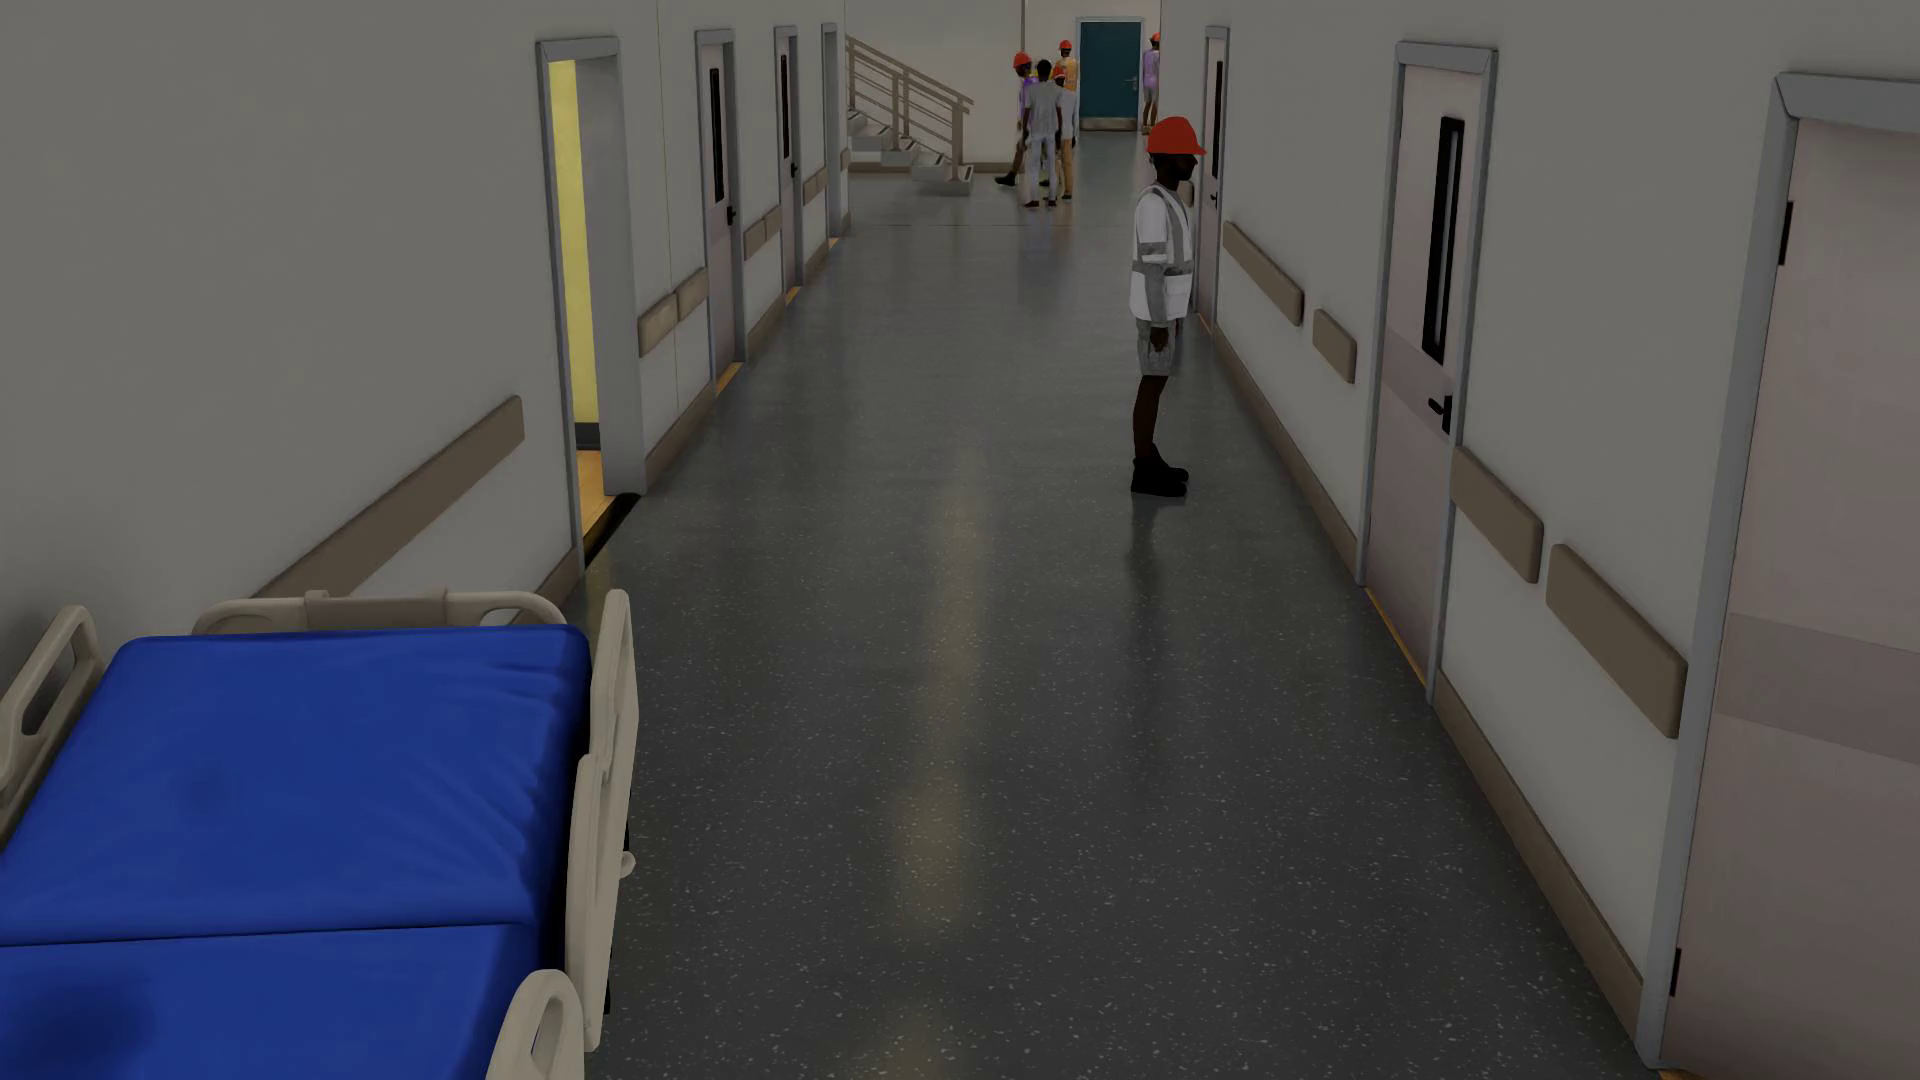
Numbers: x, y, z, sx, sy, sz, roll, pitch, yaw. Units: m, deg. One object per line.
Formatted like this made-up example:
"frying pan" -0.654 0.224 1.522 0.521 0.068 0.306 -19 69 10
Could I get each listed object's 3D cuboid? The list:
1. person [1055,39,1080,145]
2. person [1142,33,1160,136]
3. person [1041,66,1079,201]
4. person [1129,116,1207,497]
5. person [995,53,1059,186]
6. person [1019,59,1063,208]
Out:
"person" 1.974 -8.377 31.187 0.548 1.937 0.379 -13 22 -36
"person" 3.946 -9.237 33.753 0.407 2.029 0.613 -12 21 -32
"person" 1.300 -5.393 22.113 0.572 1.747 0.343 -10 20 -29
"person" 1.066 -1.203 8.645 0.360 1.939 0.543 4 18 12
"person" 1.011 -6.024 23.907 0.934 1.879 0.579 5 18 16
"person" 1.047 -5.198 21.350 0.559 1.858 0.397 -2 18 -6
